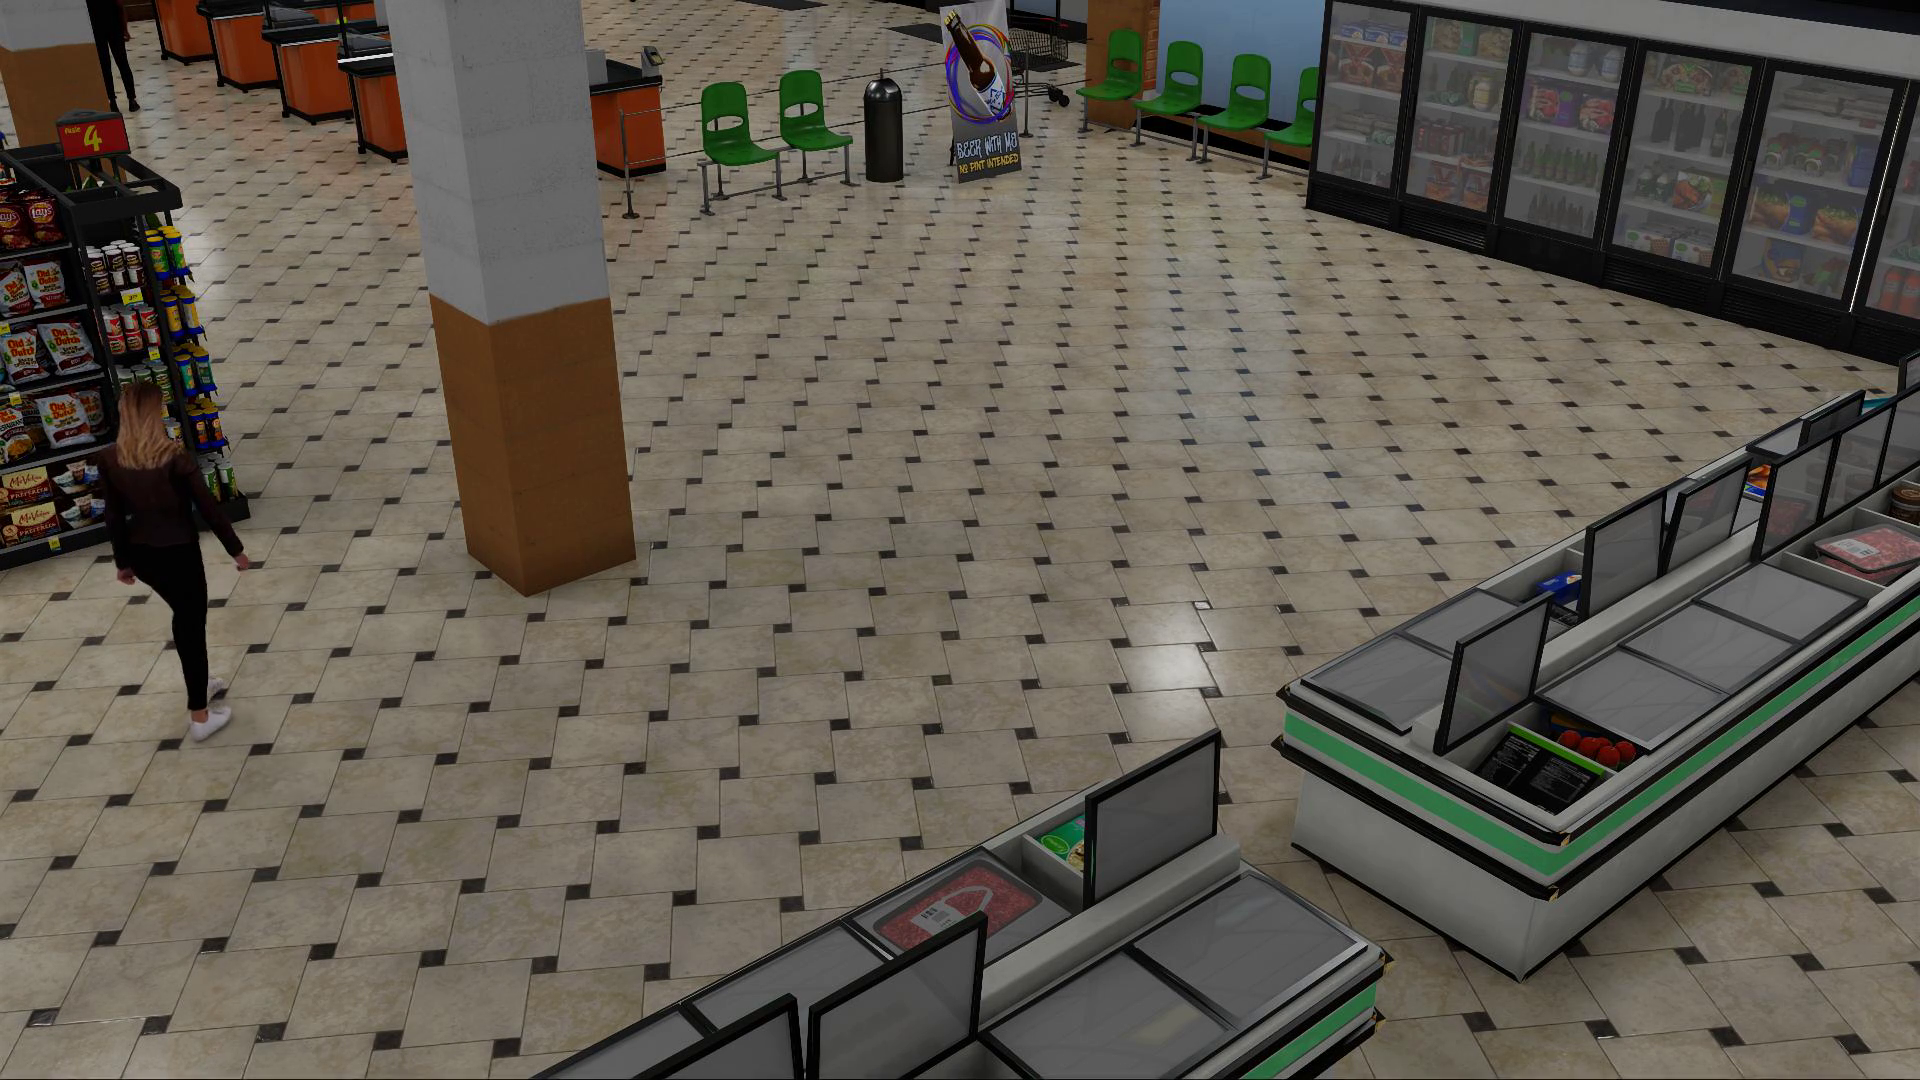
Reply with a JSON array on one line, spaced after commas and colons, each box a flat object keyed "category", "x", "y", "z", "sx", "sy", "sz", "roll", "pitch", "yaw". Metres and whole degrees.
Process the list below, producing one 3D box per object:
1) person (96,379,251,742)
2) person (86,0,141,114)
[{"category": "person", "x": -3.624, "y": 0.142, "z": 7.518, "sx": 0.839, "sy": 1.678, "sz": 0.893, "roll": 6, "pitch": 28, "yaw": 12}, {"category": "person", "x": -9.892, "y": -5.886, "z": 19.249, "sx": 0.549, "sy": 1.820, "sz": 0.763, "roll": -15, "pitch": 30, "yaw": -26}]
